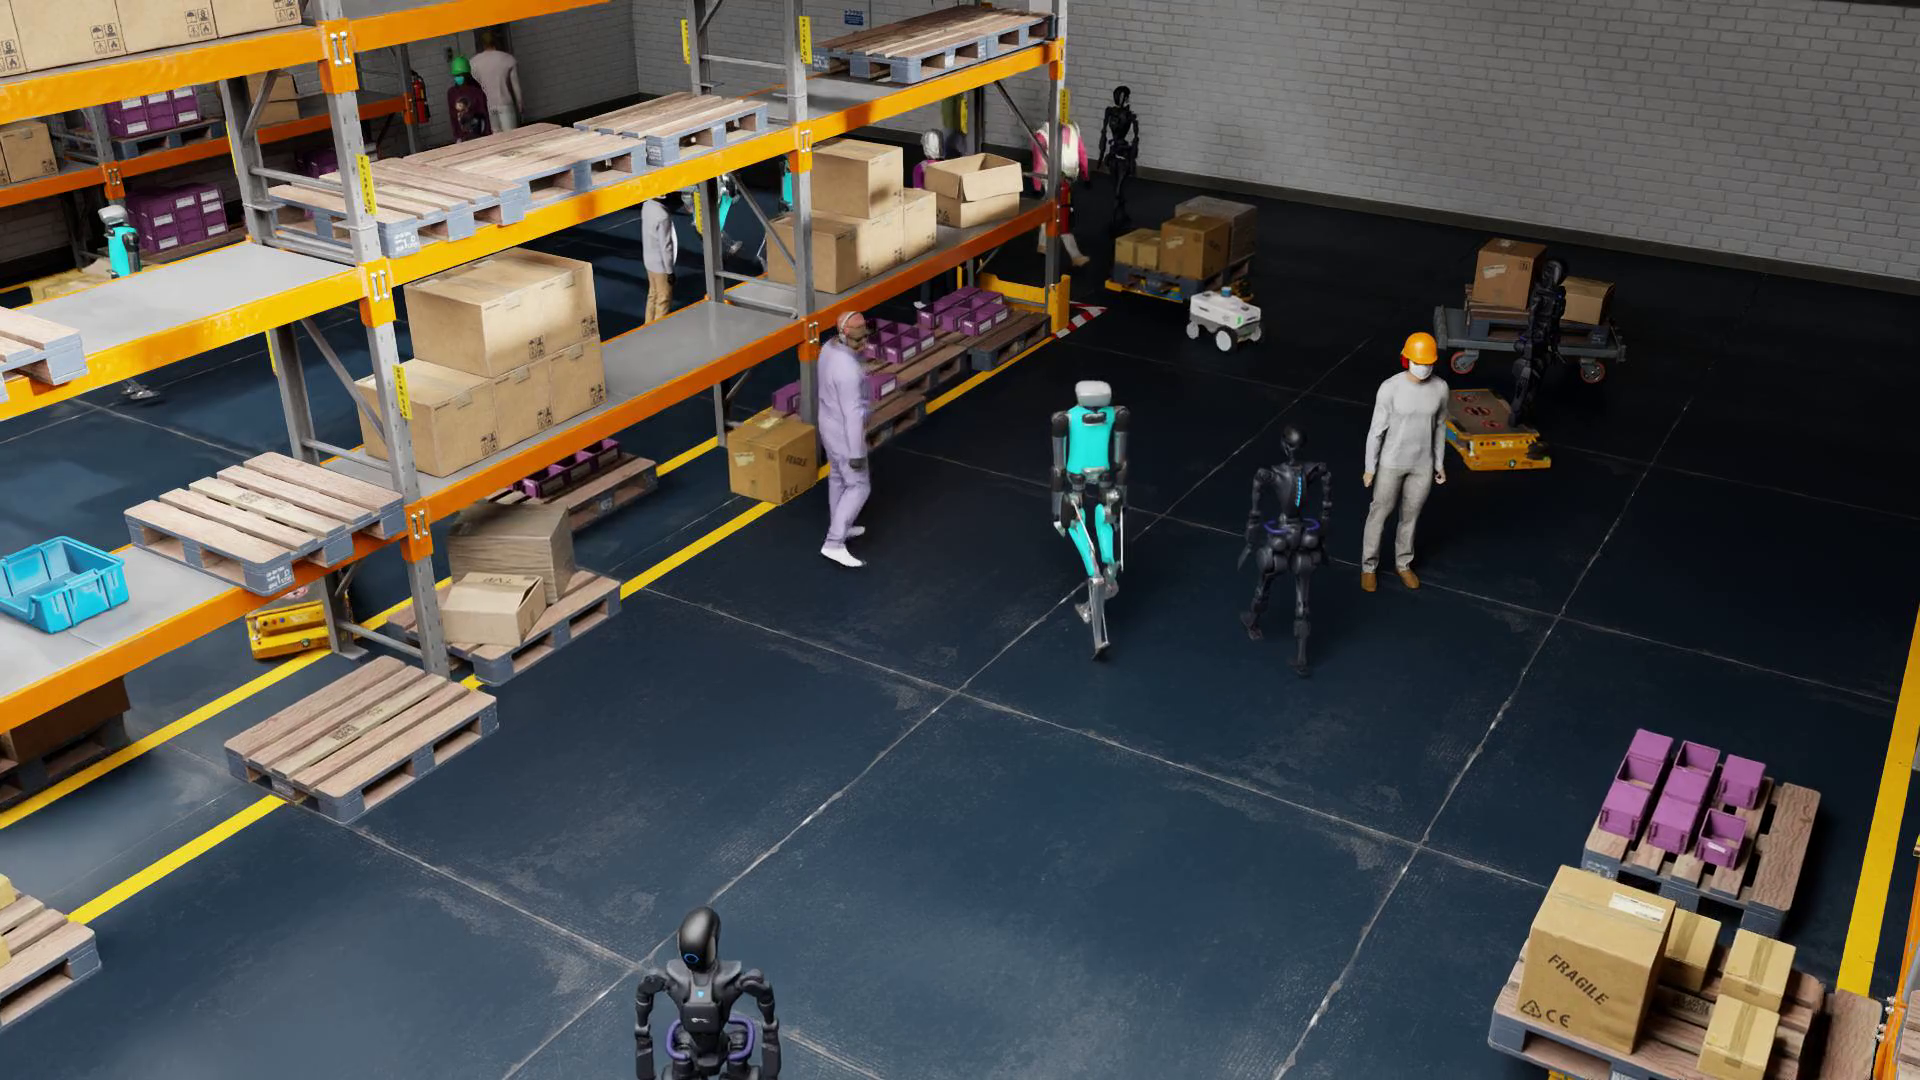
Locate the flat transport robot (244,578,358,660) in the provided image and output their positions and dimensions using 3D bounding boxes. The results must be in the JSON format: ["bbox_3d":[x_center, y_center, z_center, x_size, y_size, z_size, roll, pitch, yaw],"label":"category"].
[{"bbox_3d":[-4.606,0.362,11.485,0.659,0.231,1.431,-12,29,-23],"label":"flat transport robot"}]

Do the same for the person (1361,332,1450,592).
[{"bbox_3d":[3.069,-0.533,11.453,0.582,1.894,0.367,-4,27,-7],"label":"person"}]

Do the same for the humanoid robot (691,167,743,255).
[{"bbox_3d":[-2.661,-3.813,18.075,0.549,1.731,0.971,7,28,14],"label":"humanoid robot"}]

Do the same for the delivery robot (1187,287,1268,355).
[{"bbox_3d":[2.575,-2.147,16.126,0.499,0.606,0.809,-19,33,-33],"label":"delivery robot"}]

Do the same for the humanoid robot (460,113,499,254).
[{"bbox_3d":[-5.236,-3.925,18.438,0.603,1.626,0.807,1,27,1],"label":"humanoid robot"}]

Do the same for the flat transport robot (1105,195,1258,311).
[{"bbox_3d":[2.300,-2.663,17.446,1.431,0.231,0.659,20,33,34],"label":"flat transport robot"}]

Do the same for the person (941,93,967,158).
[{"bbox_3d":[-0.103,-5.261,21.100,0.872,1.584,0.522,7,28,14],"label":"person"}]

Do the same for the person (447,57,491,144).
[{"bbox_3d":[-5.805,-4.692,19.617,0.520,1.917,0.887,3,27,6],"label":"person"}]

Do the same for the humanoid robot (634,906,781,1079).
[{"bbox_3d":[-0.981,2.131,6.467,0.609,1.631,0.706,-1,27,-1],"label":"humanoid robot"}]

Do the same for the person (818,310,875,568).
[{"bbox_3d":[-0.851,-0.773,11.949,0.477,1.888,0.818,-10,28,-18],"label":"person"}]

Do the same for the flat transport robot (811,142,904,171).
[{"bbox_3d":[-1.398,-5.104,22.255,0.659,0.231,1.431,-17,31,-30],"label":"flat transport robot"}]

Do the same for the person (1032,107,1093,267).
[{"bbox_3d":[1.143,-3.921,18.241,0.927,1.788,0.628,24,35,38],"label":"person"}]

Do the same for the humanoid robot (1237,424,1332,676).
[{"bbox_3d":[2.094,0.015,10.653,0.600,1.623,0.771,-4,27,-9],"label":"humanoid robot"}]

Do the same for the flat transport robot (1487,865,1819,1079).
[{"bbox_3d":[3.192,2.284,7.698,0.659,0.231,1.431,16,31,28],"label":"flat transport robot"}]

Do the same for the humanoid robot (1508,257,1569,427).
[{"bbox_3d":[4.733,-1.517,13.618,0.315,1.655,0.599,24,35,39],"label":"humanoid robot"}]

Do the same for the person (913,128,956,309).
[{"bbox_3d":[-0.262,-3.240,16.854,0.513,1.840,0.353,-14,30,-26],"label":"person"}]

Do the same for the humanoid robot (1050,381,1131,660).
[{"bbox_3d":[0.925,-0.077,10.742,0.531,1.763,0.961,-7,28,-13],"label":"humanoid robot"}]

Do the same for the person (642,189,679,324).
[{"bbox_3d":[-2.809,-2.643,15.788,0.391,1.738,0.573,-13,30,-25],"label":"person"}]

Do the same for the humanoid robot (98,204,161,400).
[{"bbox_3d":[-7.379,-2.016,14.401,0.735,1.677,0.533,-23,35,-37],"label":"humanoid robot"}]

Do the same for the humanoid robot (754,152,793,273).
[{"bbox_3d":[-1.836,-2.935,16.444,0.855,1.845,0.548,-21,34,-35],"label":"humanoid robot"}]

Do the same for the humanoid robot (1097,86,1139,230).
[{"bbox_3d":[1.837,-4.486,19.494,0.664,1.636,0.602,-23,35,-37],"label":"humanoid robot"}]

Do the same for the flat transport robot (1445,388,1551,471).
[{"bbox_3d":[4.408,-0.961,14.092,0.659,0.231,1.431,-3,27,-5],"label":"flat transport robot"}]

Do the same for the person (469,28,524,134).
[{"bbox_3d":[-5.958,-5.588,21.407,0.623,1.905,0.867,0,27,-1],"label":"person"}]
